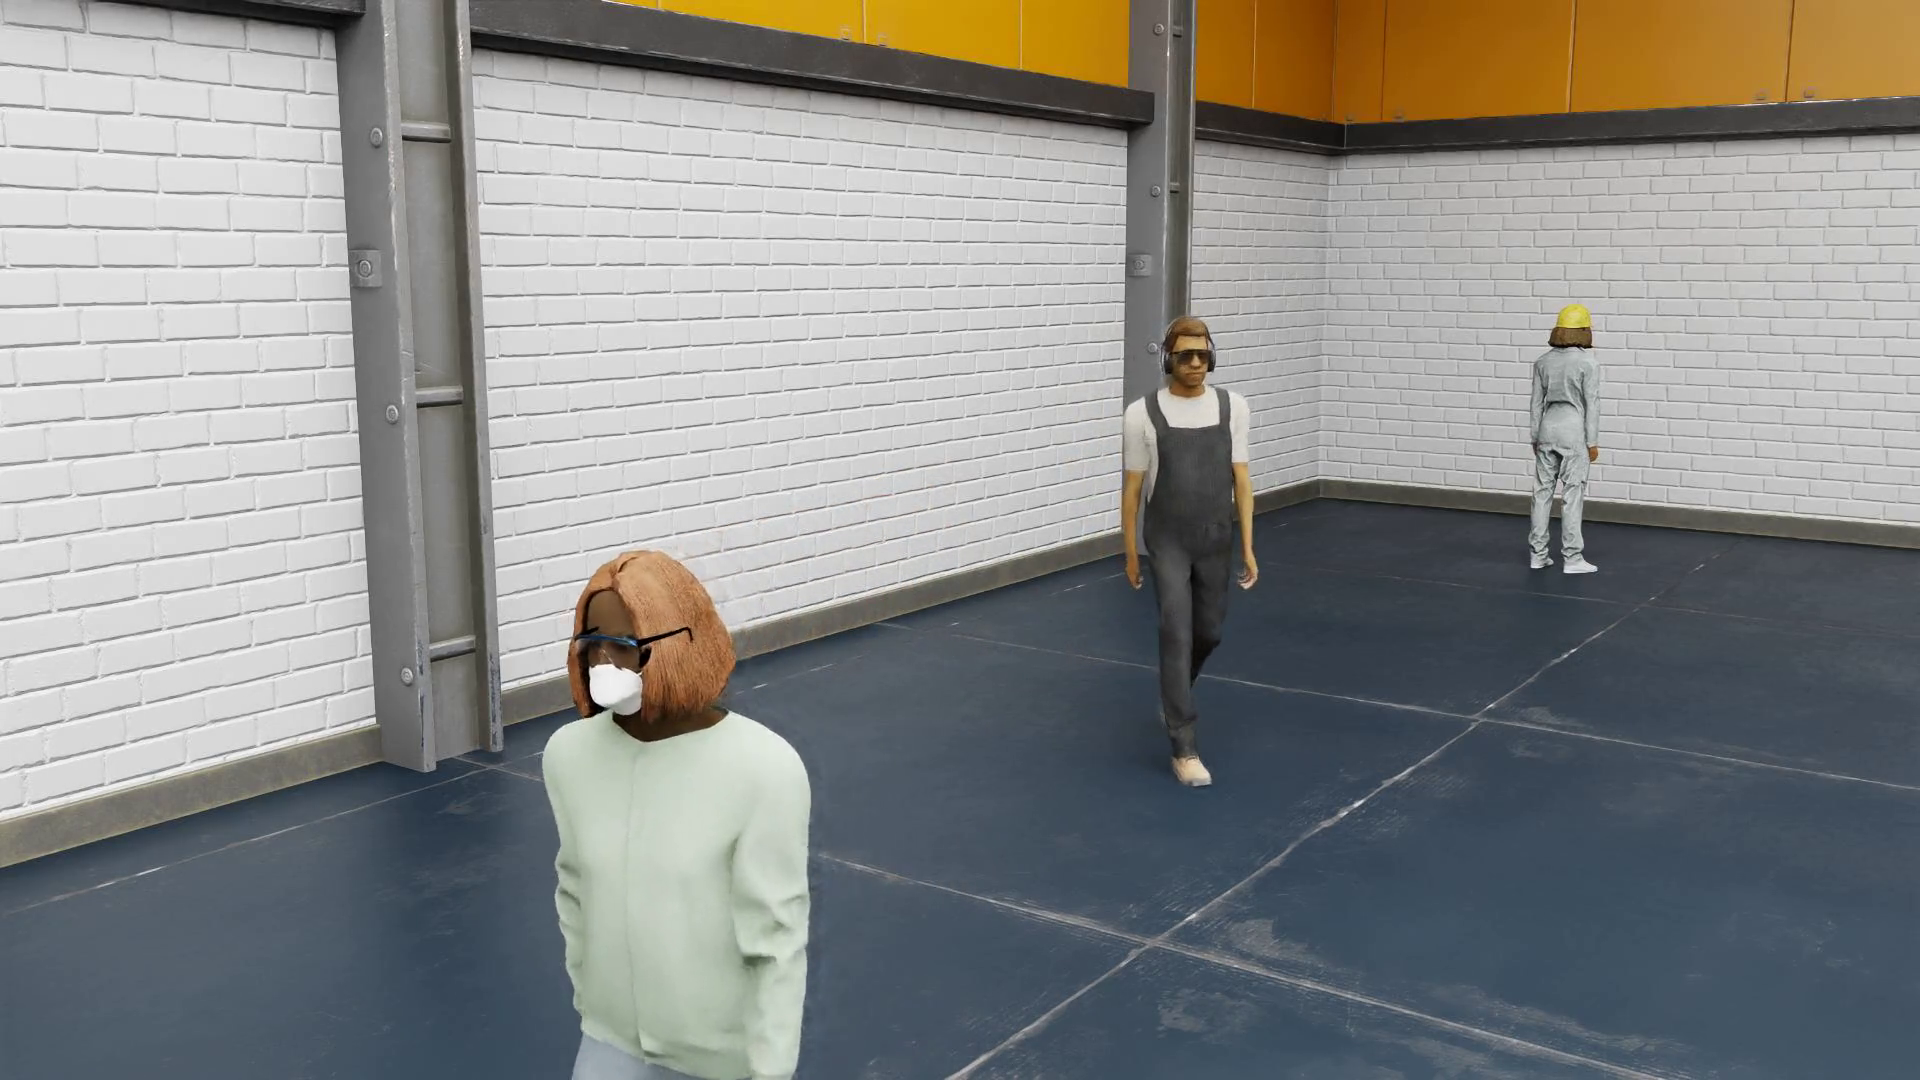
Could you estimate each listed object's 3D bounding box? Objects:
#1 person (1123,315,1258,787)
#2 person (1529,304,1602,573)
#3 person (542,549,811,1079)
[{"bbox_3d":[0.899,0.006,6.690,0.516,1.823,0.861,-2,10,-9],"label":"person"},{"bbox_3d":[3.950,-0.659,10.844,0.309,1.744,0.485,-7,12,-35],"label":"person"},{"bbox_3d":[-0.424,0.789,2.674,0.508,1.594,0.838,4,10,21],"label":"person"}]
